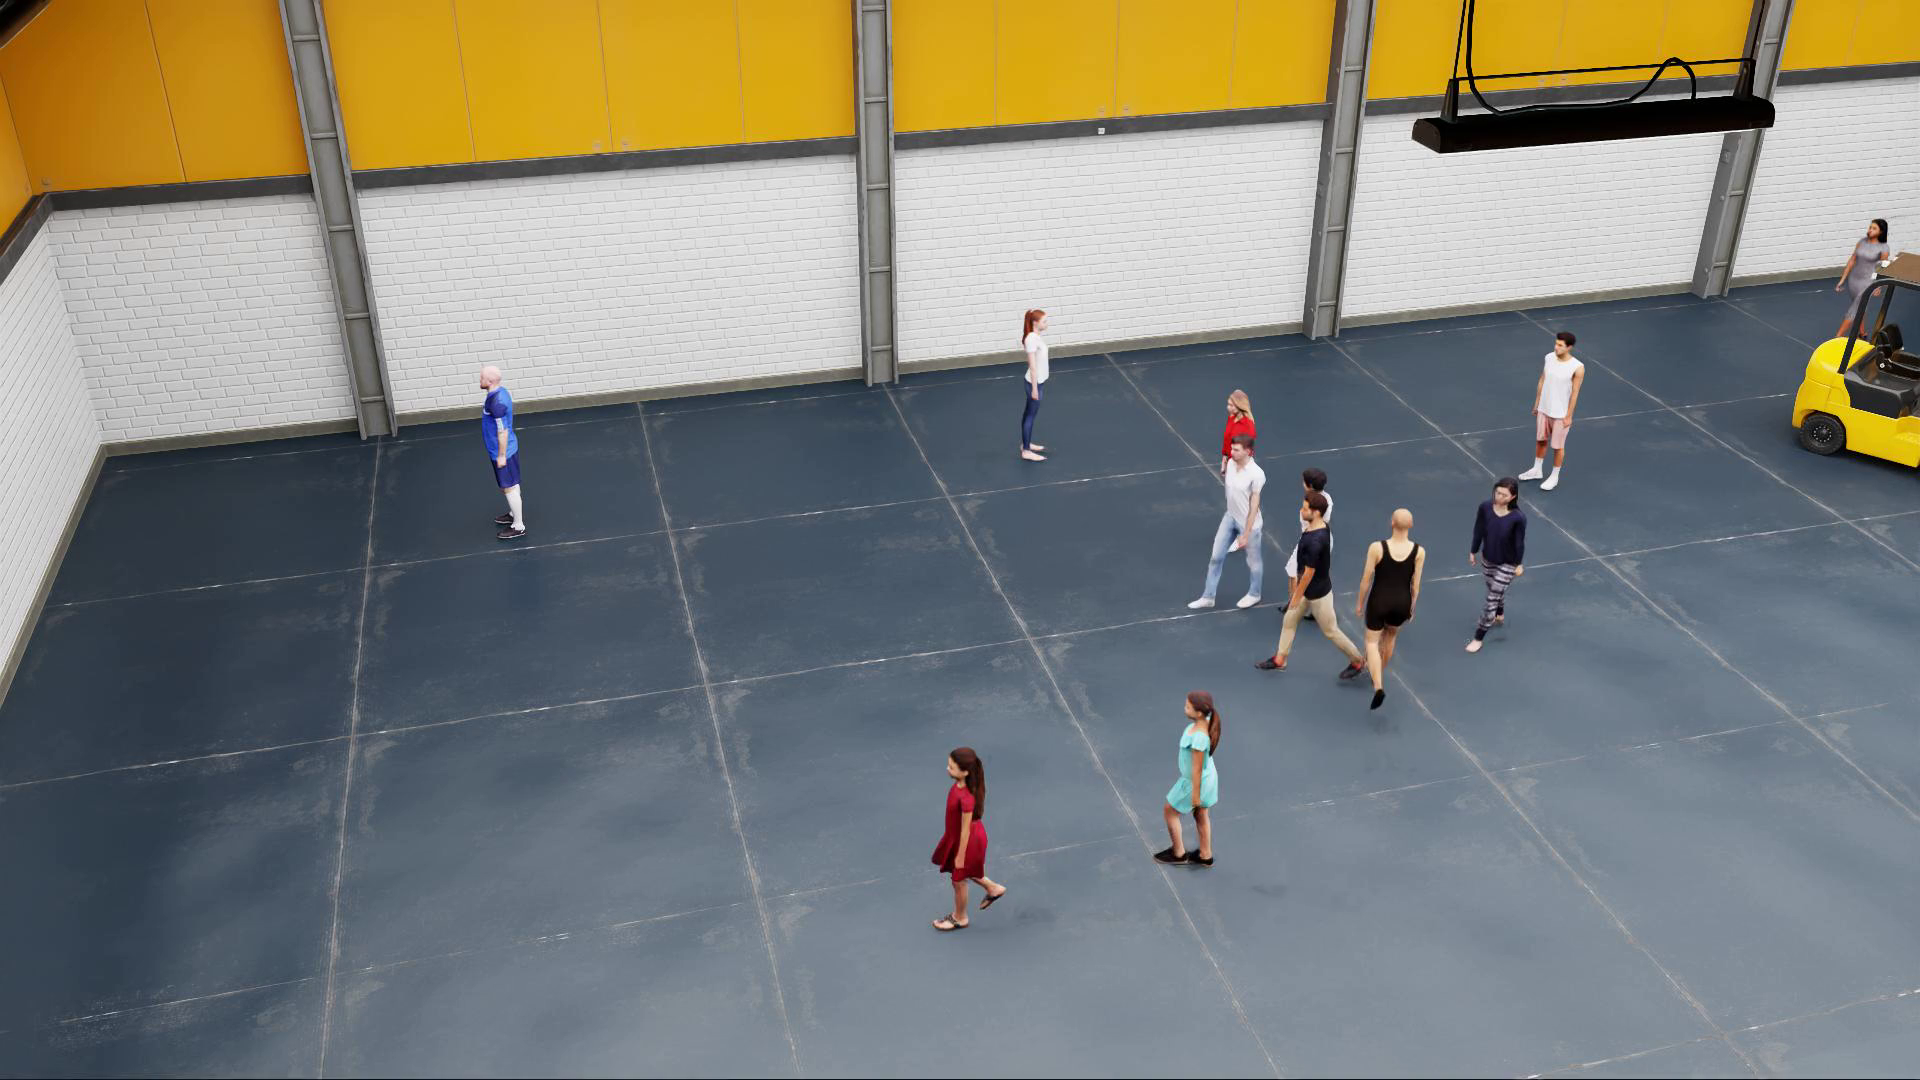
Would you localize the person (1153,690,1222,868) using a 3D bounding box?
[{"bbox_3d":[1.818,1.784,12.256,0.779,1.544,0.714,13,31,22],"label":"person"}]

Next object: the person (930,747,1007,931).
[{"bbox_3d":[0.099,2.099,11.682,0.801,1.542,0.602,-3,29,-6],"label":"person"}]

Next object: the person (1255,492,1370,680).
[{"bbox_3d":[3.177,0.461,14.412,1.293,1.803,0.903,3,29,5],"label":"person"}]

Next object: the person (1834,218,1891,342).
[{"bbox_3d":[11.593,-3.248,21.285,1.150,1.731,0.728,-13,31,-22],"label":"person"}]

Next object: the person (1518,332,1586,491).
[{"bbox_3d":[6.405,-1.406,17.853,0.658,1.784,0.706,-17,33,-28],"label":"person"}]

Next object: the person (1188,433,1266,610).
[{"bbox_3d":[2.722,-0.176,15.560,1.077,1.821,0.884,-21,35,-33],"label":"person"}]

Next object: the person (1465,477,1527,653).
[{"bbox_3d":[4.922,0.144,15.113,1.088,1.686,0.902,-20,35,-32],"label":"person"}]

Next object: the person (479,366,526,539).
[{"bbox_3d":[-4.655,-0.922,16.905,0.557,1.842,0.666,-8,30,-14],"label":"person"}]

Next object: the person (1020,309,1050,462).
[{"bbox_3d":[0.809,-1.746,18.526,0.614,1.737,0.631,1,29,2],"label":"person"}]

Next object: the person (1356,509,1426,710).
[{"bbox_3d":[3.647,0.609,14.151,1.046,1.792,0.932,3,29,5],"label":"person"}]

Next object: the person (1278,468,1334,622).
[{"bbox_3d":[3.347,0.093,15.379,0.789,1.522,0.743,21,35,34],"label":"person"}]

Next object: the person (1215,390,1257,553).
[{"bbox_3d":[2.793,-0.706,16.659,0.574,1.699,0.656,-12,31,-21],"label":"person"}]
